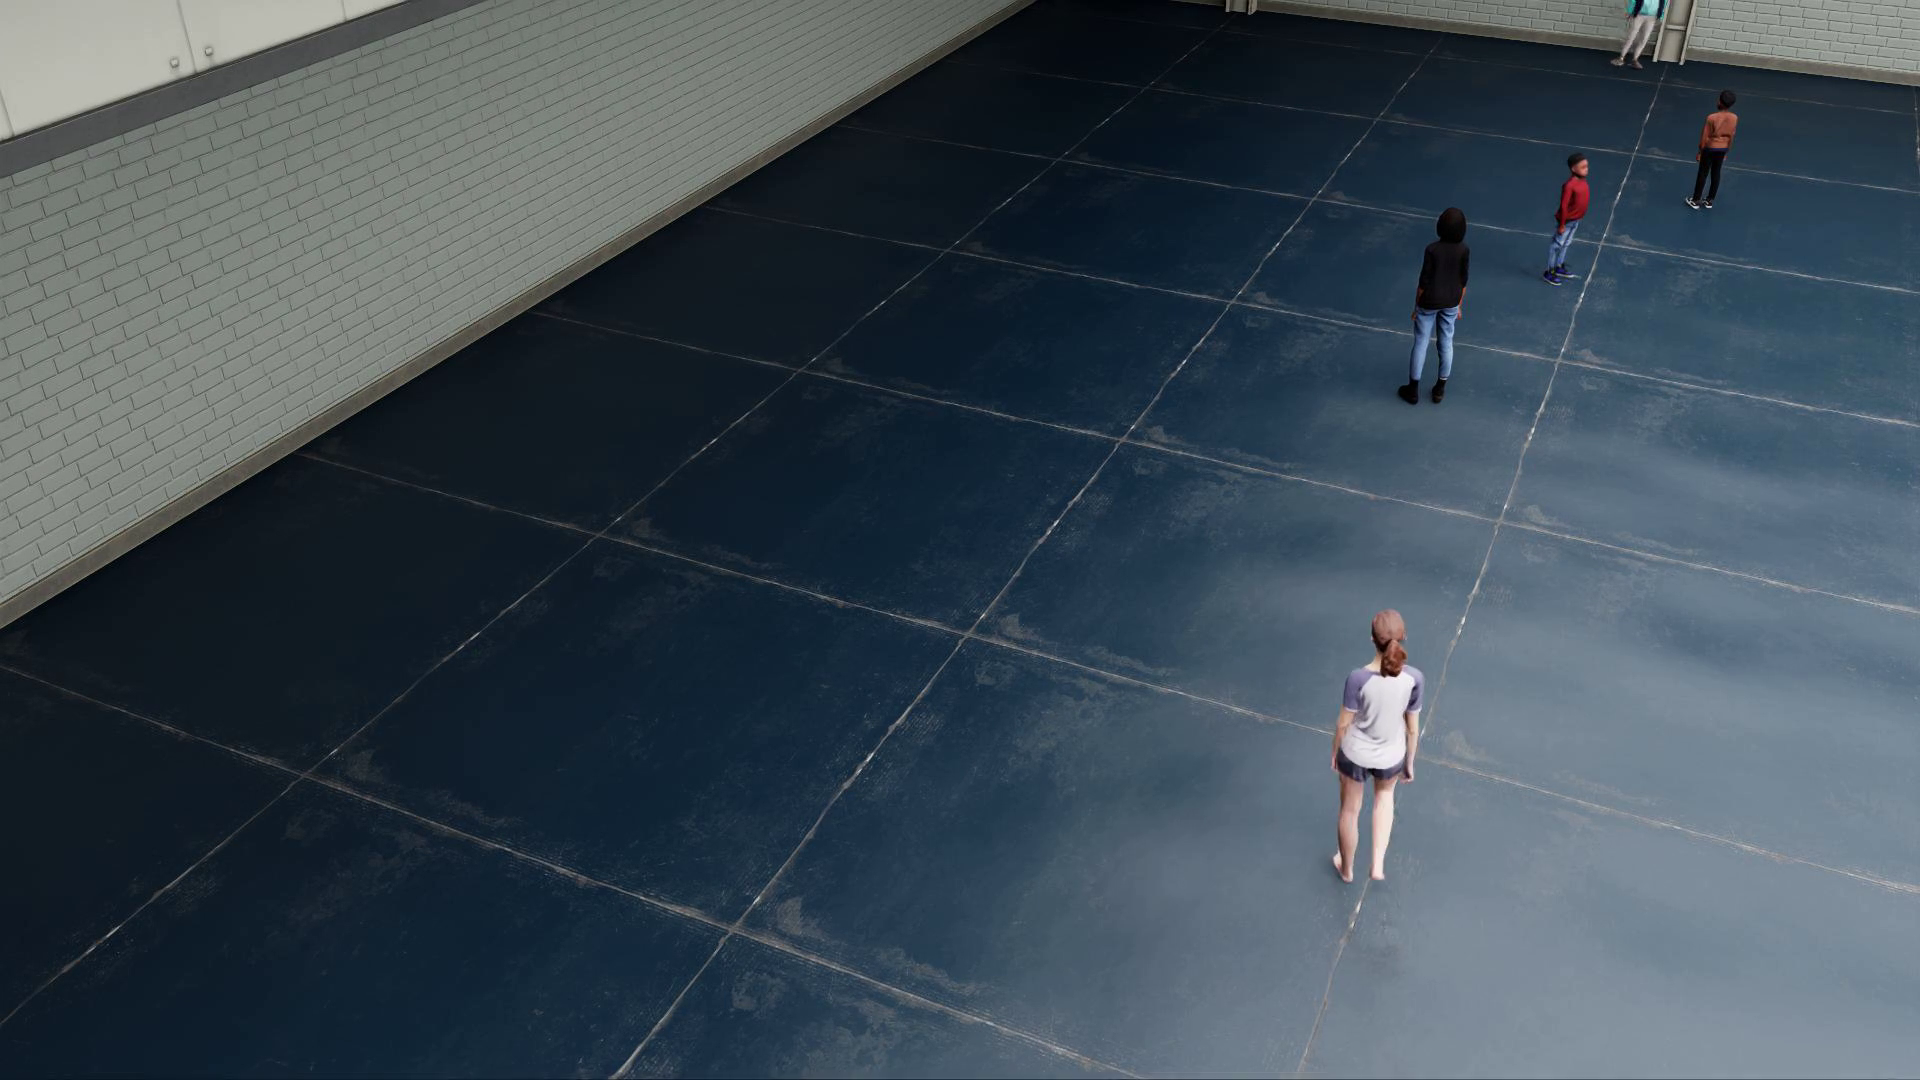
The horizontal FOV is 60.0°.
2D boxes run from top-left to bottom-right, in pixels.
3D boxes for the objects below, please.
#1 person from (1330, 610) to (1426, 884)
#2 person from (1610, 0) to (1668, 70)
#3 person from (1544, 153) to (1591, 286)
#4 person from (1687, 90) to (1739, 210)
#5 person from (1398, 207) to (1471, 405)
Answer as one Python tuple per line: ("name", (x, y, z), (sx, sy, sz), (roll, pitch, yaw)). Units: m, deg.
("person", (2.176, 1.170, 8.714), (0.709, 1.758, 0.773), (1, 32, 2))
("person", (8.944, -6.920, 21.804), (0.655, 1.473, 0.825), (10, 34, 16))
("person", (5.835, -3.103, 15.956), (0.567, 1.255, 0.575), (-27, 41, -36))
("person", (7.981, -4.133, 17.592), (0.548, 1.253, 0.643), (-4, 32, -6))
("person", (3.928, -1.921, 13.666), (0.611, 1.702, 0.711), (-1, 32, -2))
